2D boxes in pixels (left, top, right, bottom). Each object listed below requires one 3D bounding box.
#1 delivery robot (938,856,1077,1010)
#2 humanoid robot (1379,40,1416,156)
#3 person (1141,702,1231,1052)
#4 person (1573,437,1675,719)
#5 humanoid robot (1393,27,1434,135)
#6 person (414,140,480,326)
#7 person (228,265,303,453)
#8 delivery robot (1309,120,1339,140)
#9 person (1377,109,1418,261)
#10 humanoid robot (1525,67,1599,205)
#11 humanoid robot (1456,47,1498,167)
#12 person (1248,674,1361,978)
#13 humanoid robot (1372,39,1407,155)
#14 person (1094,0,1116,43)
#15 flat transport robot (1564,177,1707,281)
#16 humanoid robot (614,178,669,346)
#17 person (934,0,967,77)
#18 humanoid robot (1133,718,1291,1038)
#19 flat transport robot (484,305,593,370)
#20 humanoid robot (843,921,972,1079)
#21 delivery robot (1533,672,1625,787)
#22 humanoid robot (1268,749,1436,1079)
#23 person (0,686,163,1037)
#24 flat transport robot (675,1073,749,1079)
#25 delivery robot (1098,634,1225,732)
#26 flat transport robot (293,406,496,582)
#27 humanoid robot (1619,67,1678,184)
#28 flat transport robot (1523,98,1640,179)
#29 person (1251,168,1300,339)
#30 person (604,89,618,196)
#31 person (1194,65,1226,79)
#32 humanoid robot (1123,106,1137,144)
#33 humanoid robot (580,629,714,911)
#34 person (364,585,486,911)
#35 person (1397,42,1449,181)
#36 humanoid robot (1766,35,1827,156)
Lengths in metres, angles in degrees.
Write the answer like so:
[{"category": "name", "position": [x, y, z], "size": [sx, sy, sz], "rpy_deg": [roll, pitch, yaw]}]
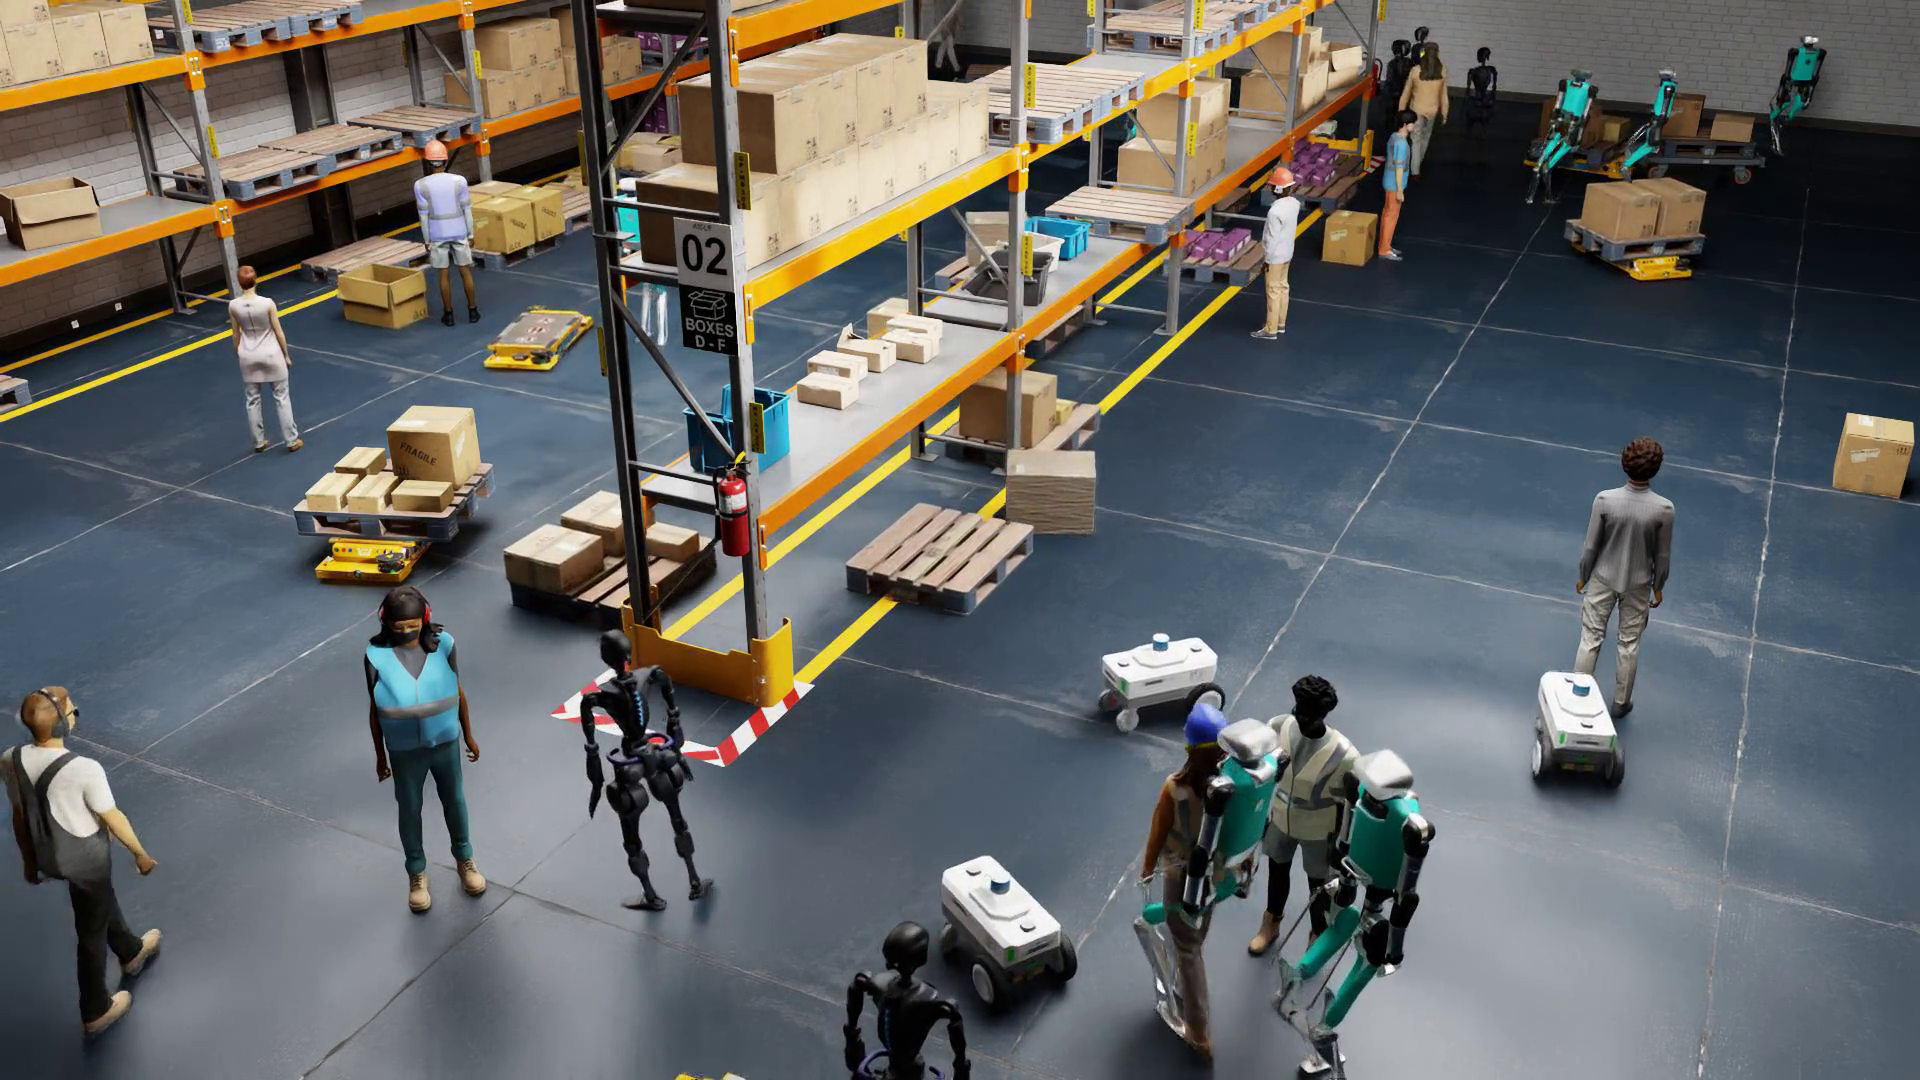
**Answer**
[{"category": "delivery robot", "position": [0.202, 1.957, 8.484], "size": [0.516, 0.578, 0.736], "rpy_deg": [-15, 30, -27]}, {"category": "humanoid robot", "position": [6.381, -6.387, 24.085], "size": [0.608, 1.642, 0.471], "rpy_deg": [-16, 31, -29]}, {"category": "person", "position": [1.136, 1.579, 7.950], "size": [0.474, 1.751, 0.851], "rpy_deg": [-5, 27, -10]}, {"category": "person", "position": [4.147, 0.256, 10.425], "size": [0.531, 1.899, 0.395], "rpy_deg": [10, 28, 19]}, {"category": "humanoid robot", "position": [6.955, -6.955, 25.289], "size": [0.766, 1.625, 0.615], "rpy_deg": [-8, 27, -15]}, {"category": "person", "position": [-5.344, -3.192, 17.347], "size": [0.542, 1.938, 0.352], "rpy_deg": [-11, 28, -20]}, {"category": "person", "position": [-6.022, -1.552, 14.357], "size": [0.437, 1.651, 0.296], "rpy_deg": [-2, 26, -5]}, {"category": "delivery robot", "position": [5.244, -6.103, 24.767], "size": [0.757, 0.580, 0.499], "rpy_deg": [11, 28, 20]}, {"category": "person", "position": [5.126, -4.161, 19.507], "size": [0.339, 1.759, 0.499], "rpy_deg": [3, 26, 5]}, {"category": "humanoid robot", "position": [7.768, -5.198, 21.646], "size": [0.829, 1.790, 0.578], "rpy_deg": [-22, 34, -37]}, {"category": "humanoid robot", "position": [7.378, -6.155, 23.657], "size": [0.610, 1.643, 0.333], "rpy_deg": [-12, 29, -24]}, {"category": "person", "position": [1.713, 1.409, 8.325], "size": [0.532, 1.693, 0.320], "rpy_deg": [21, 33, 36]}, {"category": "humanoid robot", "position": [6.279, -6.446, 24.246], "size": [0.611, 1.642, 0.616], "rpy_deg": [18, 32, 32]}, {"category": "person", "position": [2.517, -8.947, 28.980], "size": [0.409, 1.930, 0.530], "rpy_deg": [-5, 27, -10]}, {"category": "flat transport robot", "position": [7.883, -3.357, 19.558], "size": [0.659, 0.231, 1.431], "rpy_deg": [-6, 27, -12]}, {"category": "humanoid robot", "position": [-3.177, -2.847, 16.829], "size": [0.531, 1.751, 0.713], "rpy_deg": [5, 27, 11]}, {"category": "person", "position": [-0.152, -9.197, 29.639], "size": [0.940, 1.782, 0.529], "rpy_deg": [22, 34, 37]}, {"category": "humanoid robot", "position": [1.112, 1.567, 7.959], "size": [0.549, 1.787, 0.759], "rpy_deg": [-23, 34, -38]}, {"category": "flat transport robot", "position": [-4.280, -2.061, 16.940], "size": [0.659, 0.231, 1.431], "rpy_deg": [3, 26, 6]}, {"category": "humanoid robot", "position": [-0.233, 2.241, 6.667], "size": [0.603, 1.639, 0.351], "rpy_deg": [13, 29, 24]}, {"category": "delivery robot", "position": [3.761, 1.125, 10.170], "size": [0.499, 0.583, 0.775], "rpy_deg": [4, 27, 7]}, {"category": "humanoid robot", "position": [1.677, 1.803, 7.515], "size": [0.669, 1.834, 0.539], "rpy_deg": [-12, 29, -22]}, {"category": "person", "position": [-4.175, 1.473, 8.054], "size": [0.544, 1.813, 0.813], "rpy_deg": [7, 27, 14]}, {"category": "flat transport robot", "position": [-0.788, 2.747, 7.230], "size": [1.431, 0.231, 0.659], "rpy_deg": [11, 29, 22]}, {"category": "delivery robot", "position": [1.276, 0.881, 10.668], "size": [0.777, 0.587, 0.499], "rpy_deg": [-10, 28, -19]}, {"category": "flat transport robot", "position": [-4.387, -0.083, 12.945], "size": [0.659, 0.231, 1.431], "rpy_deg": [3, 26, 6]}, {"category": "humanoid robot", "position": [8.924, -5.279, 21.786], "size": [0.645, 1.800, 0.538], "rpy_deg": [7, 27, 14]}, {"category": "flat transport robot", "position": [8.834, -5.376, 23.638], "size": [1.431, 0.231, 0.659], "rpy_deg": [19, 32, 33]}, {"category": "person", "position": [3.237, -2.937, 17.035], "size": [0.328, 1.751, 0.566], "rpy_deg": [16, 30, 29]}, {"category": "person", "position": [-4.582, -5.112, 21.335], "size": [0.389, 1.837, 0.563], "rpy_deg": [-2, 26, -5]}, {"category": "person", "position": [3.614, -6.669, 24.452], "size": [0.726, 1.861, 0.796], "rpy_deg": [16, 31, 29]}, {"category": "humanoid robot", "position": [2.542, -5.810, 22.913], "size": [0.537, 1.831, 0.747], "rpy_deg": [23, 34, 38]}, {"category": "humanoid robot", "position": [-1.638, 1.233, 8.709], "size": [0.600, 1.646, 0.457], "rpy_deg": [-20, 32, -34]}, {"category": "person", "position": [-2.832, 1.077, 8.798], "size": [0.527, 1.871, 0.390], "rpy_deg": [-13, 29, -24]}, {"category": "person", "position": [6.413, -5.953, 23.066], "size": [0.635, 1.822, 1.006], "rpy_deg": [1, 26, 3]}, {"category": "humanoid robot", "position": [12.058, -6.444, 24.254], "size": [0.543, 1.881, 0.793], "rpy_deg": [-1, 26, -1]}]
